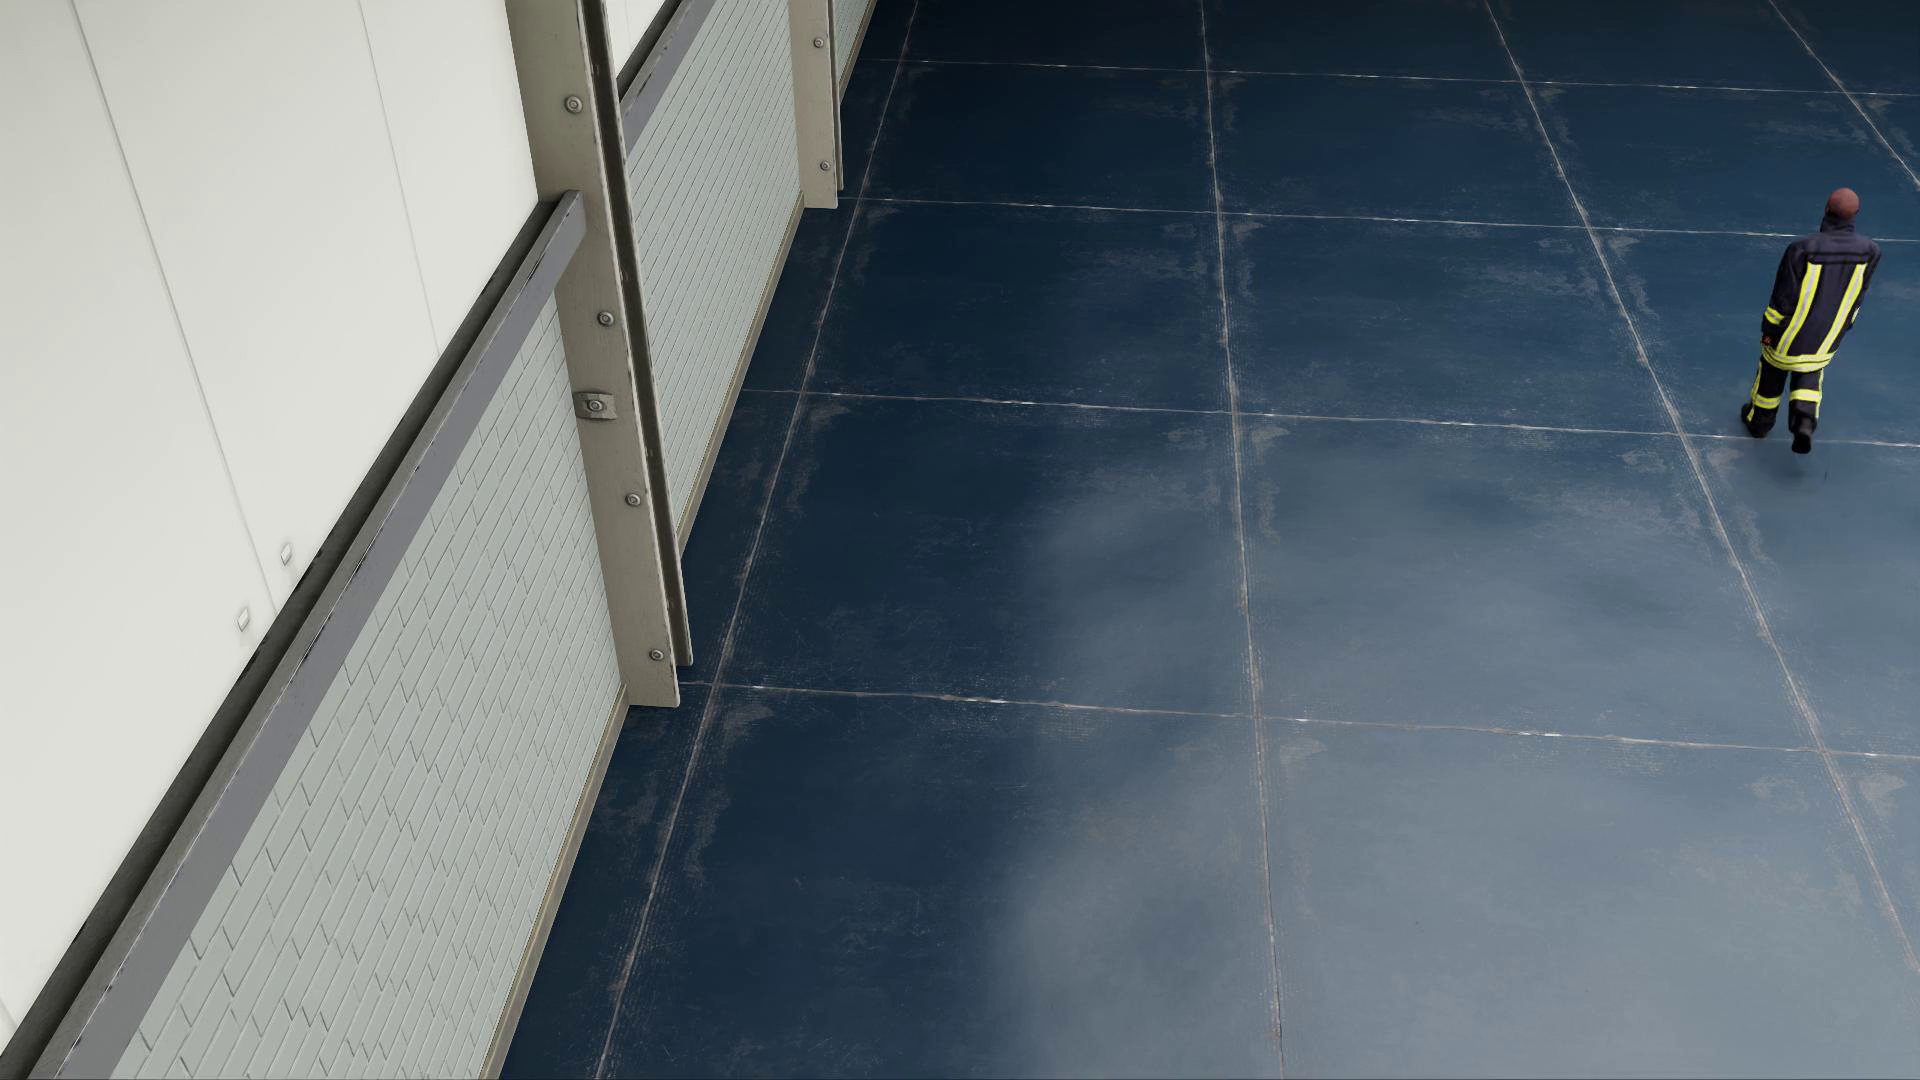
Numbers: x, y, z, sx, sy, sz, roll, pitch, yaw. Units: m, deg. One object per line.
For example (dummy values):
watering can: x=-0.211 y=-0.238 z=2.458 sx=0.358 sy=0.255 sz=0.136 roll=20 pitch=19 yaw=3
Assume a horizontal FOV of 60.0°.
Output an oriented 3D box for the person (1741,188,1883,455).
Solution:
person: x=5.433 y=-1.363 z=10.591 sx=0.744 sy=1.806 sz=0.954 roll=4 pitch=38 yaw=5
